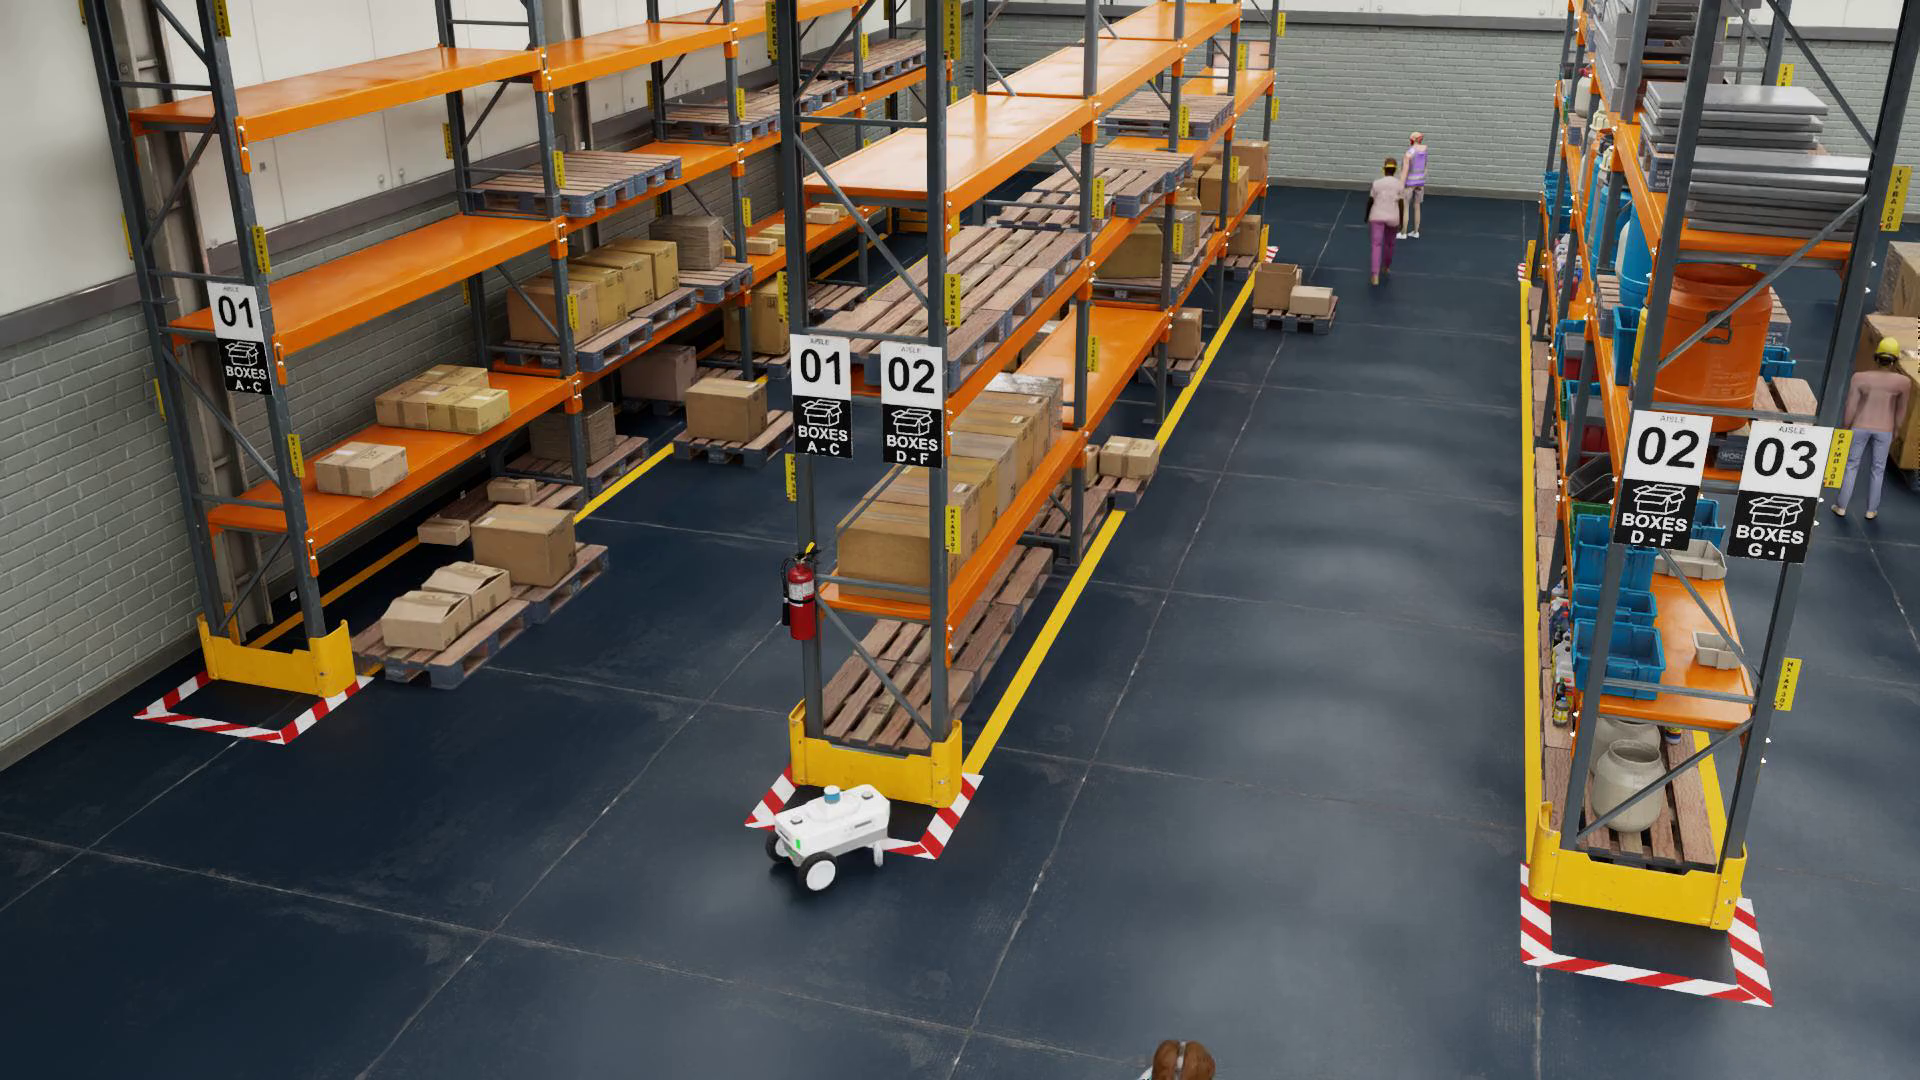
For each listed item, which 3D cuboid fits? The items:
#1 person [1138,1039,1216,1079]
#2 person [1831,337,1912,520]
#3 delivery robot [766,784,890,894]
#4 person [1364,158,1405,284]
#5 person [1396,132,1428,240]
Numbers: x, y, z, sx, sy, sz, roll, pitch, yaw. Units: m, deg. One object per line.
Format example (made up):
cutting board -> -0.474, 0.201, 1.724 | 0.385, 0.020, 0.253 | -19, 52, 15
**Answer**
person -> 0.790, 2.773, 6.781 | 0.528, 1.830, 0.636 | 7, 24, 15
person -> 8.609, -1.052, 15.719 | 0.523, 1.769, 0.320 | 9, 25, 21
delivery robot -> -0.830, 1.858, 10.528 | 0.785, 0.613, 0.518 | -15, 27, -31
person -> 6.129, -4.635, 24.043 | 0.535, 1.744, 0.957 | 5, 24, 10
person -> 7.185, -5.622, 26.418 | 0.489, 1.687, 0.347 | -12, 26, -26
